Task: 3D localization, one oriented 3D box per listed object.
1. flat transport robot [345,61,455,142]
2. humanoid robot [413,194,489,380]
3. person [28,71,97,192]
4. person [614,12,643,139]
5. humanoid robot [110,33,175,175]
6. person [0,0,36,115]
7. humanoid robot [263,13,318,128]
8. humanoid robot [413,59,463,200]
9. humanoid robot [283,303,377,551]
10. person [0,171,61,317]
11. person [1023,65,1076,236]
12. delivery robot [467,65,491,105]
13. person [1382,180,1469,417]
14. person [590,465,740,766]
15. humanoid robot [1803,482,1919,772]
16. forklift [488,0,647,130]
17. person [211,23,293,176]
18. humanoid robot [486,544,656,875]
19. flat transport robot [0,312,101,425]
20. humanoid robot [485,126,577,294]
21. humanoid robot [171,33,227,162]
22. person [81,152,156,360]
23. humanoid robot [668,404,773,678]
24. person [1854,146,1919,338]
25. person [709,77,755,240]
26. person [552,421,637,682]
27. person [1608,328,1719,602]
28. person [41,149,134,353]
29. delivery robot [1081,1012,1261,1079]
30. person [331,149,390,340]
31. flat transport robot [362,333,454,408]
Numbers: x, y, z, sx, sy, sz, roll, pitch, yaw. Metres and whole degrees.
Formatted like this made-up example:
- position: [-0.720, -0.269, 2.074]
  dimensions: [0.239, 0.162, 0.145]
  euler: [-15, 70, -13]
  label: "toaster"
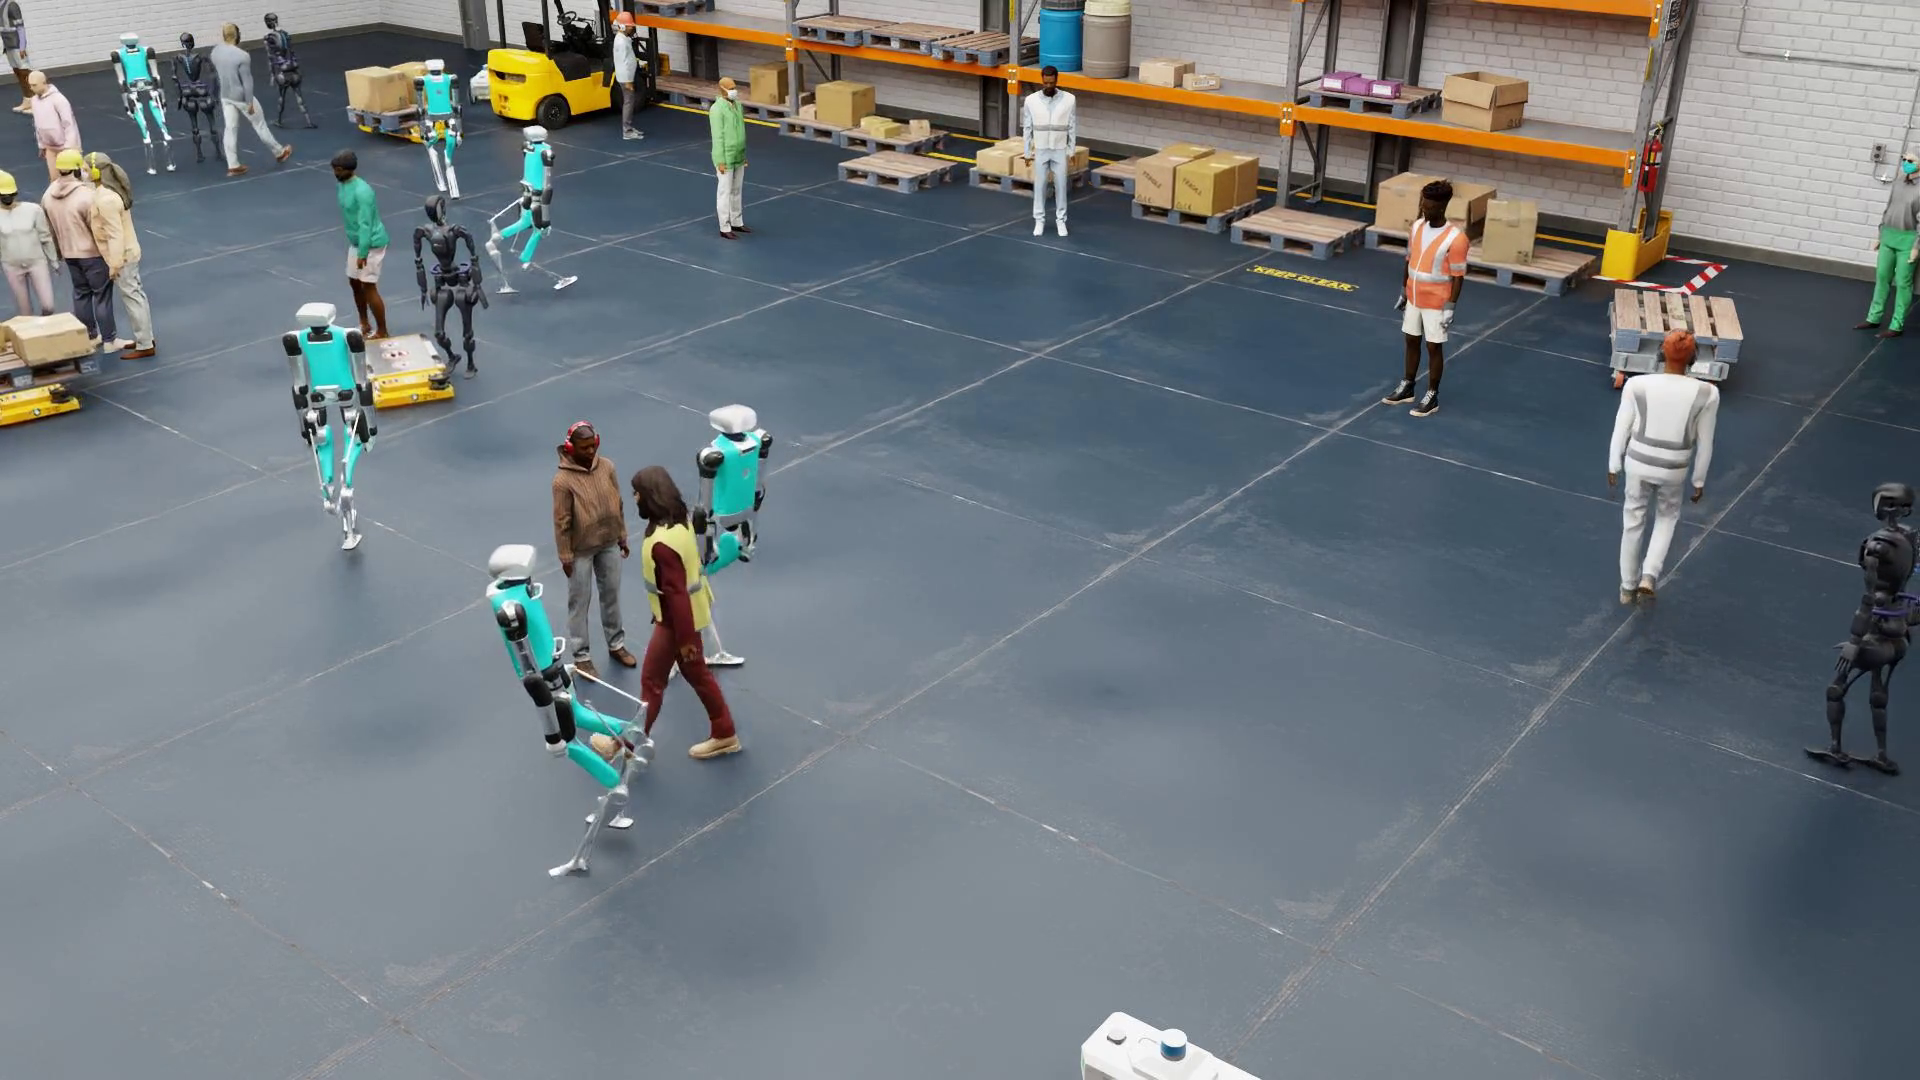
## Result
- position: [-7.931, -5.933, 23.857]
  dimensions: [1.431, 0.231, 0.659]
  euler: [18, 31, 33]
  label: "flat transport robot"
- position: [-4.429, -2.204, 14.522]
  dimensions: [0.608, 1.649, 0.322]
  euler: [1, 26, 2]
  label: "humanoid robot"
- position: [-10.331, -4.536, 19.242]
  dimensions: [0.722, 1.765, 0.503]
  euler: [8, 27, 16]
  label: "person"
- position: [-4.672, -6.538, 23.421]
  dimensions: [0.351, 1.737, 0.572]
  euler: [-4, 26, -9]
  label: "person"
- position: [-10.484, -5.606, 21.443]
  dimensions: [0.532, 1.739, 0.727]
  euler: [-16, 30, -30]
  label: "humanoid robot"
- position: [-14.176, -7.406, 24.872]
  dimensions: [0.611, 2.041, 0.391]
  euler: [19, 32, 35]
  label: "person"
- position: [-9.744, -6.751, 23.965]
  dimensions: [0.728, 1.618, 0.589]
  euler: [8, 27, 16]
  label: "humanoid robot"
- position: [-6.332, -4.991, 20.235]
  dimensions: [0.545, 1.740, 1.025]
  euler: [-11, 28, -22]
  label: "humanoid robot"
- position: [-4.276, -0.697, 11.337]
  dimensions: [0.539, 1.765, 0.922]
  euler: [-2, 26, -4]
  label: "humanoid robot"
- position: [-8.372, -2.422, 14.873]
  dimensions: [0.552, 1.750, 0.505]
  euler: [-11, 28, -22]
  label: "person"
- position: [1.008, -4.400, 18.806]
  dimensions: [0.596, 1.907, 0.410]
  euler: [0, 26, 0]
  label: "person"
- position: [-7.358, -7.096, 25.928]
  dimensions: [0.499, 0.587, 0.788]
  euler: [2, 26, 3]
  label: "delivery robot"
- position: [3.867, -1.999, 13.761]
  dimensions: [0.362, 1.963, 0.611]
  euler: [-14, 29, -27]
  label: "person"
- position: [-1.630, 0.430, 9.002]
  dimensions: [0.848, 1.723, 0.521]
  euler: [-1, 26, -2]
  label: "person"
- position: [4.974, 0.493, 8.942]
  dimensions: [0.601, 1.631, 0.494]
  euler: [-21, 33, -36]
  label: "humanoid robot"
- position: [-5.874, -7.334, 24.552]
  dimensions: [1.214, 2.155, 2.313]
  euler: [19, 32, 34]
  label: "forklift"
- position: [-9.308, -5.761, 21.653]
  dimensions: [0.629, 1.880, 1.038]
  euler: [8, 27, 16]
  label: "person"
- position: [-1.820, 0.819, 8.192]
  dimensions: [0.836, 1.757, 0.537]
  euler: [-5, 26, -10]
  label: "humanoid robot"
- position: [-8.147, -1.323, 14.311]
  dimensions: [0.659, 0.231, 1.431]
  euler: [-20, 32, -36]
  label: "flat transport robot"
- position: [-4.389, -3.201, 16.562]
  dimensions: [1.059, 1.741, 0.547]
  euler: [-20, 32, -35]
  label: "humanoid robot"
- position: [-10.162, -5.902, 22.157]
  dimensions: [0.599, 1.657, 0.315]
  euler: [-2, 26, -4]
  label: "humanoid robot"
- position: [-7.586, -2.574, 15.055]
  dimensions: [0.403, 1.877, 0.553]
  euler: [-8, 27, -17]
  label: "person"
- position: [-1.555, -0.009, 9.904]
  dimensions: [0.871, 1.774, 0.591]
  euler: [18, 31, 33]
  label: "humanoid robot"
- position: [8.837, -2.822, 15.625]
  dimensions: [0.350, 1.838, 0.522]
  euler: [-8, 27, -16]
  label: "person"
- position: [-2.588, -4.308, 18.752]
  dimensions: [0.383, 1.784, 0.539]
  euler: [12, 28, 23]
  label: "person"
- position: [-2.197, 0.048, 9.888]
  dimensions: [0.453, 1.643, 0.312]
  euler: [-23, 34, -39]
  label: "person"
- position: [4.457, -0.447, 10.650]
  dimensions: [0.599, 1.871, 0.447]
  euler: [10, 28, 20]
  label: "person"
- position: [-7.984, -2.619, 15.172]
  dimensions: [0.805, 1.857, 0.436]
  euler: [9, 27, 18]
  label: "person"
- position: [0.858, 2.231, 6.638]
  dimensions: [0.804, 0.610, 0.499]
  euler: [18, 31, 33]
  label: "delivery robot"
- position: [-5.530, -2.724, 15.435]
  dimensions: [0.444, 1.824, 0.524]
  euler: [-22, 34, -38]
  label: "person"
- position: [-4.950, -1.518, 14.715]
  dimensions: [0.659, 0.231, 1.431]
  euler: [-12, 28, -23]
  label: "flat transport robot"
